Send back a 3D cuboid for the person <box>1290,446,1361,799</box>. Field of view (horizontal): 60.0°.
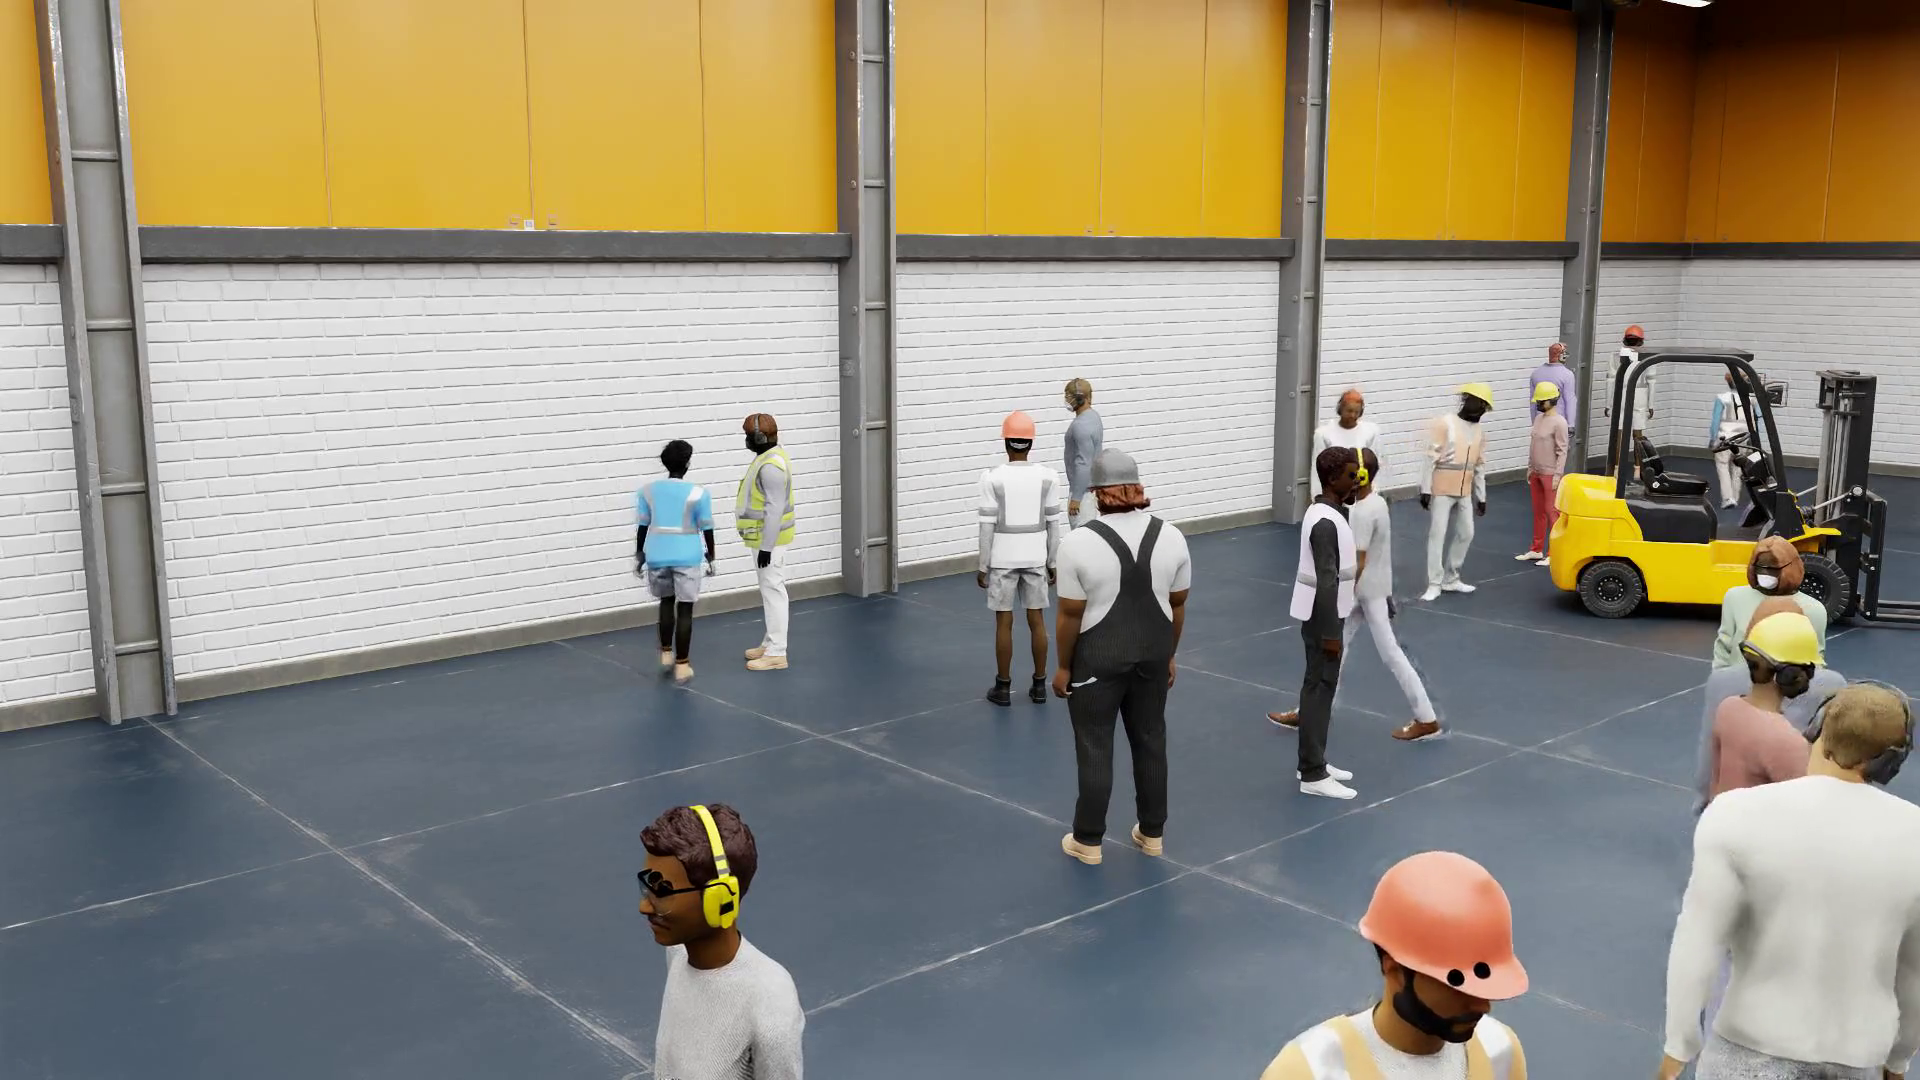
[{"bbox_3d":[2.007,0.438,9.131,0.391,1.920,0.593,2,10,10],"label":"person"}]

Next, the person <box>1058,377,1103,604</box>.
[{"bbox_3d":[1.022,-0.402,14.005,0.373,1.935,0.628,2,10,10],"label":"person"}]

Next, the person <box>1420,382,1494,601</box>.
[{"bbox_3d":[4.219,-0.411,14.261,0.682,1.875,0.374,-5,11,-26],"label":"person"}]

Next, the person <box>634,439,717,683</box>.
[{"bbox_3d":[-1.961,0.134,11.602,0.561,1.674,0.545,1,10,8],"label":"person"}]

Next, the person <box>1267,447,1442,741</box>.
[{"bbox_3d":[2.454,0.340,10.073,1.057,1.804,0.529,2,10,13],"label":"person"}]

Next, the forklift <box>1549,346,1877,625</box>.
[{"bbox_3d":[6.109,-0.478,13.691,2.313,2.155,1.214,3,10,16],"label":"forklift"}]

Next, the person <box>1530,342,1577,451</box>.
[{"bbox_3d":[7.179,-1.425,20.073,0.408,1.909,0.638,-6,11,-29],"label":"person"}]

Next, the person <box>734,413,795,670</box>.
[{"bbox_3d":[-1.394,0.007,11.901,0.430,1.838,0.619,-1,10,-7],"label":"person"}]

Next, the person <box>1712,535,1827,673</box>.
[{"bbox_3d":[3.842,0.780,7.965,0.280,1.633,0.498,-9,13,-42],"label":"person"}]

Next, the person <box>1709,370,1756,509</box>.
[{"bbox_3d":[9.028,-1.172,19.438,0.522,1.649,0.407,-1,10,-6],"label":"person"}]

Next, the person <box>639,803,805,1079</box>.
[{"bbox_3d":[-0.487,1.441,3.432,0.313,1.860,0.528,-7,12,-35],"label":"person"}]

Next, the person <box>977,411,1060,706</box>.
[{"bbox_3d":[0.374,0.124,10.918,0.553,1.935,0.362,-2,10,-13],"label":"person"}]

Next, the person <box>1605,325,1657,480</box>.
[{"bbox_3d":[8.817,-1.804,21.901,0.612,2.039,0.392,4,10,21],"label":"person"}]

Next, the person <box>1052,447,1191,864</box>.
[{"bbox_3d":[0.742,0.551,8.115,0.677,2.000,0.536,-3,10,-18],"label":"person"}]

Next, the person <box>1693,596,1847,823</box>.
[{"bbox_3d":[3.172,1.030,6.526,0.552,1.619,0.403,5,11,27],"label":"person"}]

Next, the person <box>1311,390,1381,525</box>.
[{"bbox_3d":[3.306,-0.378,14.249,0.589,1.802,1.045,1,10,5],"label":"person"}]

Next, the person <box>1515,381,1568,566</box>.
[{"bbox_3d":[5.569,-0.631,15.867,0.325,1.760,0.523,-2,10,-13],"label":"person"}]

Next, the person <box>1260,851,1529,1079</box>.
[{"bbox_3d":[0.855,1.494,2.977,0.571,1.904,0.802,-5,11,-26],"label":"person"}]

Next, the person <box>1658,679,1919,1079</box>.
[{"bbox_3d":[2.060,1.296,4.205,0.798,1.901,0.399,1,10,6],"label":"person"}]

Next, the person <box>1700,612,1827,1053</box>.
[{"bbox_3d":[2.734,1.114,5.655,0.359,1.764,0.540,0,10,2],"label":"person"}]
